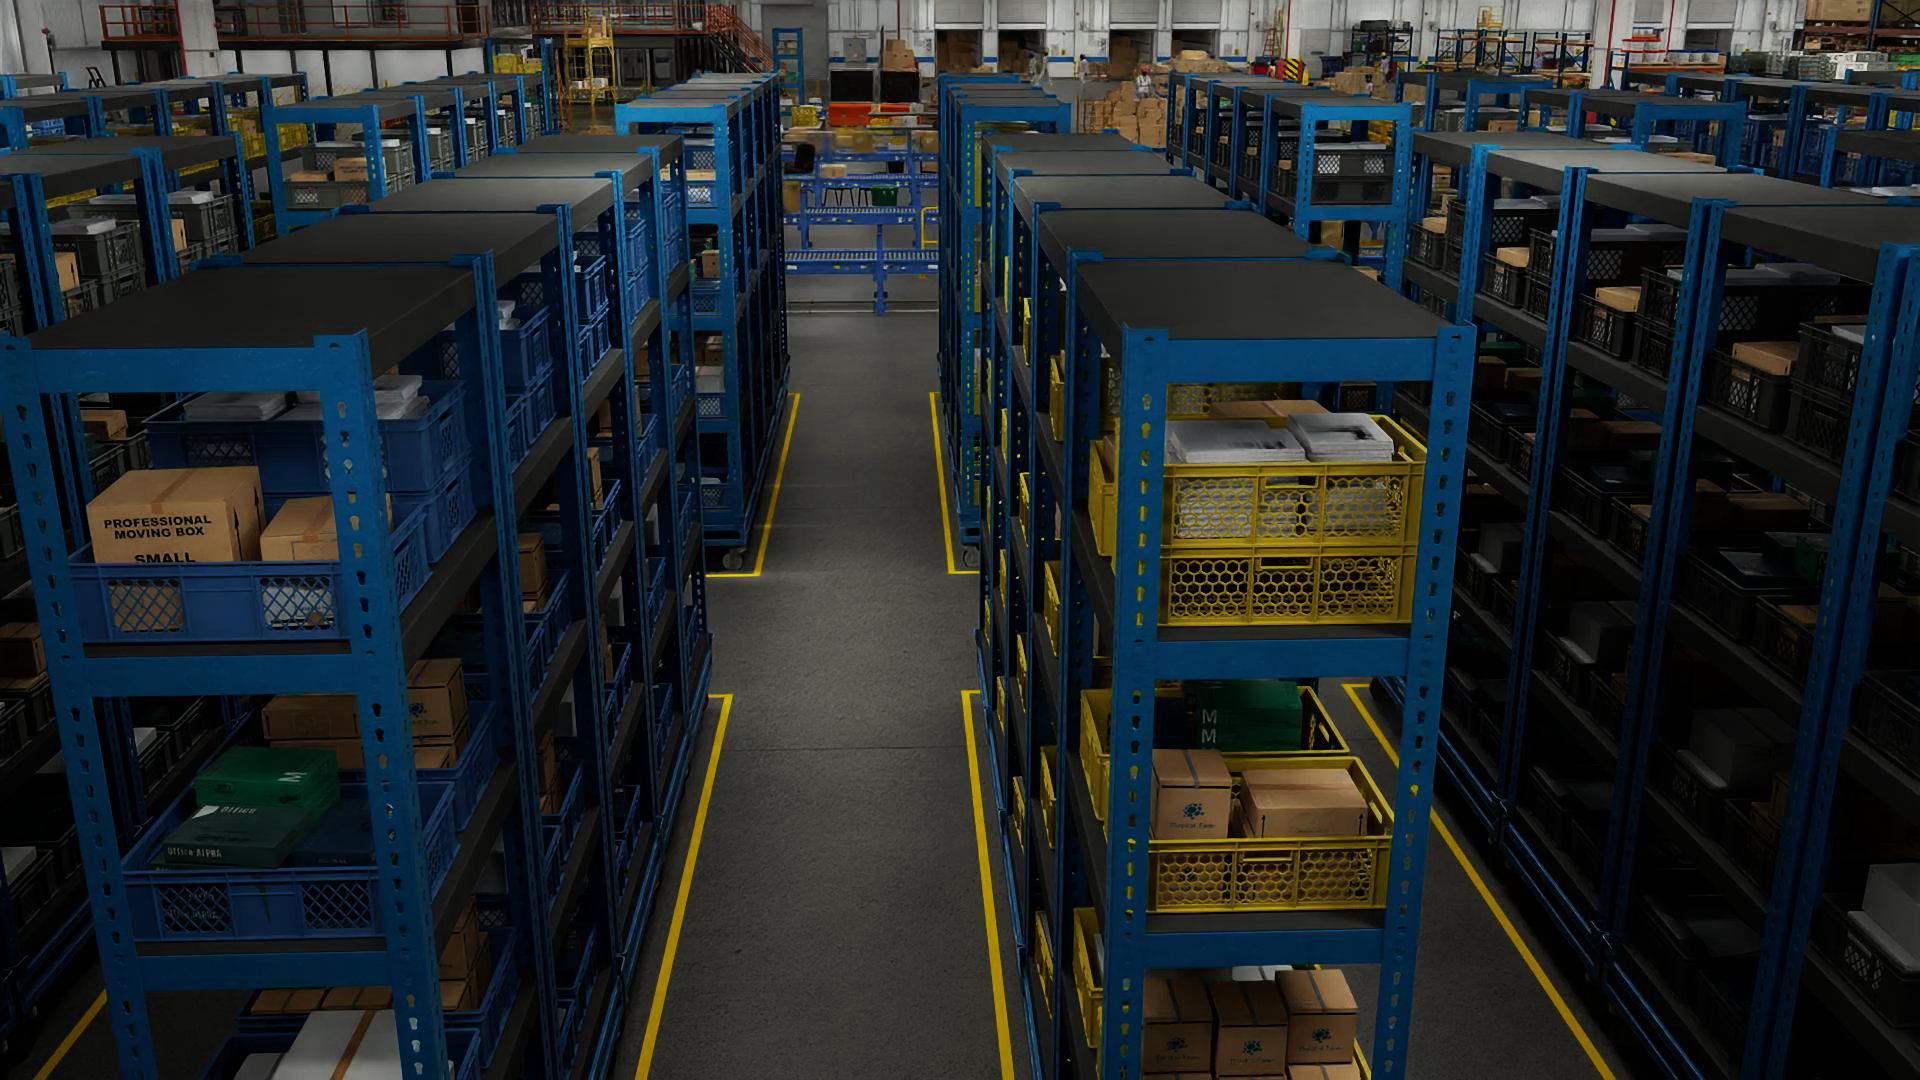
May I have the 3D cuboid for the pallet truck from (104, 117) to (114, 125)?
[{"bbox_3d":[-18.367,-7.885,35.078,1.885,1.965,0.823,1,18,2],"label":"pallet truck"}]

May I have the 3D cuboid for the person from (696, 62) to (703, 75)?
[{"bbox_3d":[-11.070,-19.433,71.028,0.426,1.871,0.578,-2,18,-6],"label":"person"}]

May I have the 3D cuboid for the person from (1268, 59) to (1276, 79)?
[{"bbox_3d":[15.080,-22.403,80.503,0.321,1.692,0.534,16,24,41],"label":"person"}]

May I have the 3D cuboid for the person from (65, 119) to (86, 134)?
[{"bbox_3d":[-22.269,-10.037,41.910,0.446,1.887,0.665,8,20,23],"label":"person"}]

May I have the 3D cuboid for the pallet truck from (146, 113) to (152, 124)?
[{"bbox_3d":[-18.087,-8.309,36.390,1.885,1.965,0.823,-1,18,-4],"label":"pallet truck"}]

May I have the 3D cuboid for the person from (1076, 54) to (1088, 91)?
[{"bbox_3d":[6.143,-23.695,84.281,0.564,1.820,0.629,-9,20,-25],"label":"person"}]

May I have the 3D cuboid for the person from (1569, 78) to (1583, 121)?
[{"bbox_3d":[20.026,-14.005,54.056,0.686,1.971,0.623,11,21,31],"label":"person"}]

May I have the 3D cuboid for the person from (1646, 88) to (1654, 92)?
[{"bbox_3d":[21.479,-13.213,51.953,0.355,1.755,0.518,-7,19,-22],"label":"person"}]

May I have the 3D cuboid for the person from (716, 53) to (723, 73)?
[{"bbox_3d":[-13.259,-26.159,91.722,1.010,1.945,0.631,-7,19,-21],"label":"person"}]

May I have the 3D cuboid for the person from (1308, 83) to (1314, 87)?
[{"bbox_3d":[11.931,-14.804,56.988,0.321,1.692,0.539,6,19,17],"label":"person"}]

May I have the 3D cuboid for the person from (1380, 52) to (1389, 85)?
[{"bbox_3d":[21.513,-23.763,84.365,0.395,1.920,0.627,-4,18,-12],"label":"person"}]

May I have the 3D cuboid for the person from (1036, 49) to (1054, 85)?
[{"bbox_3d":[4.571,-25.688,90.362,0.986,1.884,0.606,5,19,16],"label":"person"}]

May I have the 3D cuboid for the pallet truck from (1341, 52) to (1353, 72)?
[{"bbox_3d":[18.794,-23.123,82.231,0.823,1.965,1.885,-13,22,-35],"label":"pallet truck"}]

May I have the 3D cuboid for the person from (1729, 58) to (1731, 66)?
[{"bbox_3d":[36.107,-21.858,78.580,0.616,1.833,0.940,11,21,29],"label":"person"}]

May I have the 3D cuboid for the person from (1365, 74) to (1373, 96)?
[{"bbox_3d":[14.564,-15.697,59.469,0.329,1.865,0.508,0,18,-1],"label":"person"}]

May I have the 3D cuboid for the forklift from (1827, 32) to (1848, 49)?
[{"bbox_3d":[46.023,-25.321,87.619,1.129,2.768,1.873,-1,18,-2],"label":"forklift"}]

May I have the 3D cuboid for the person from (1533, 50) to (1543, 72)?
[{"bbox_3d":[30.591,-25.028,88.257,0.449,1.912,0.543,-9,20,-25],"label":"person"}]

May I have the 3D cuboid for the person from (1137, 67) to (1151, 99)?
[{"bbox_3d":[7.264,-17.765,65.819,0.557,1.904,0.938,-4,18,-14],"label":"person"}]

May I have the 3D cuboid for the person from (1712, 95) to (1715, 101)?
[{"bbox_3d":[22.389,-12.494,49.760,0.549,1.719,0.900,0,18,1],"label":"person"}]

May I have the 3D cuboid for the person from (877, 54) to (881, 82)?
[{"bbox_3d":[-4.344,-26.672,93.590,1.029,1.770,0.682,7,19,20],"label":"person"}]

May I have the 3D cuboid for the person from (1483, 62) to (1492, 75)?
[{"bbox_3d":[23.141,-20.061,73.044,0.650,1.826,0.511,-8,20,-24],"label":"person"}]

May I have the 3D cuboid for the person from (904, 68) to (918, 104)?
[{"bbox_3d":[-1.865,-16.732,62.549,0.542,1.939,0.364,9,20,27],"label":"person"}]

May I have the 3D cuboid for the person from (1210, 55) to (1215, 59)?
[{"bbox_3d":[11.929,-21.996,78.861,0.453,1.924,0.626,-13,22,-36],"label":"person"}]

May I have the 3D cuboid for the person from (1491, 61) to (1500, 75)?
[{"bbox_3d":[23.218,-19.821,72.229,0.328,1.865,0.519,-3,18,-8],"label":"person"}]

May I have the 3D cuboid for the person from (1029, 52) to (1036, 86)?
[{"bbox_3d":[3.625,-23.513,83.516,0.388,1.947,0.614,-5,19,-16],"label":"person"}]

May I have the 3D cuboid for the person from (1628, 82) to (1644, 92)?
[{"bbox_3d":[23.354,-15.289,57.921,0.706,2.000,0.984,14,23,37],"label":"person"}]
